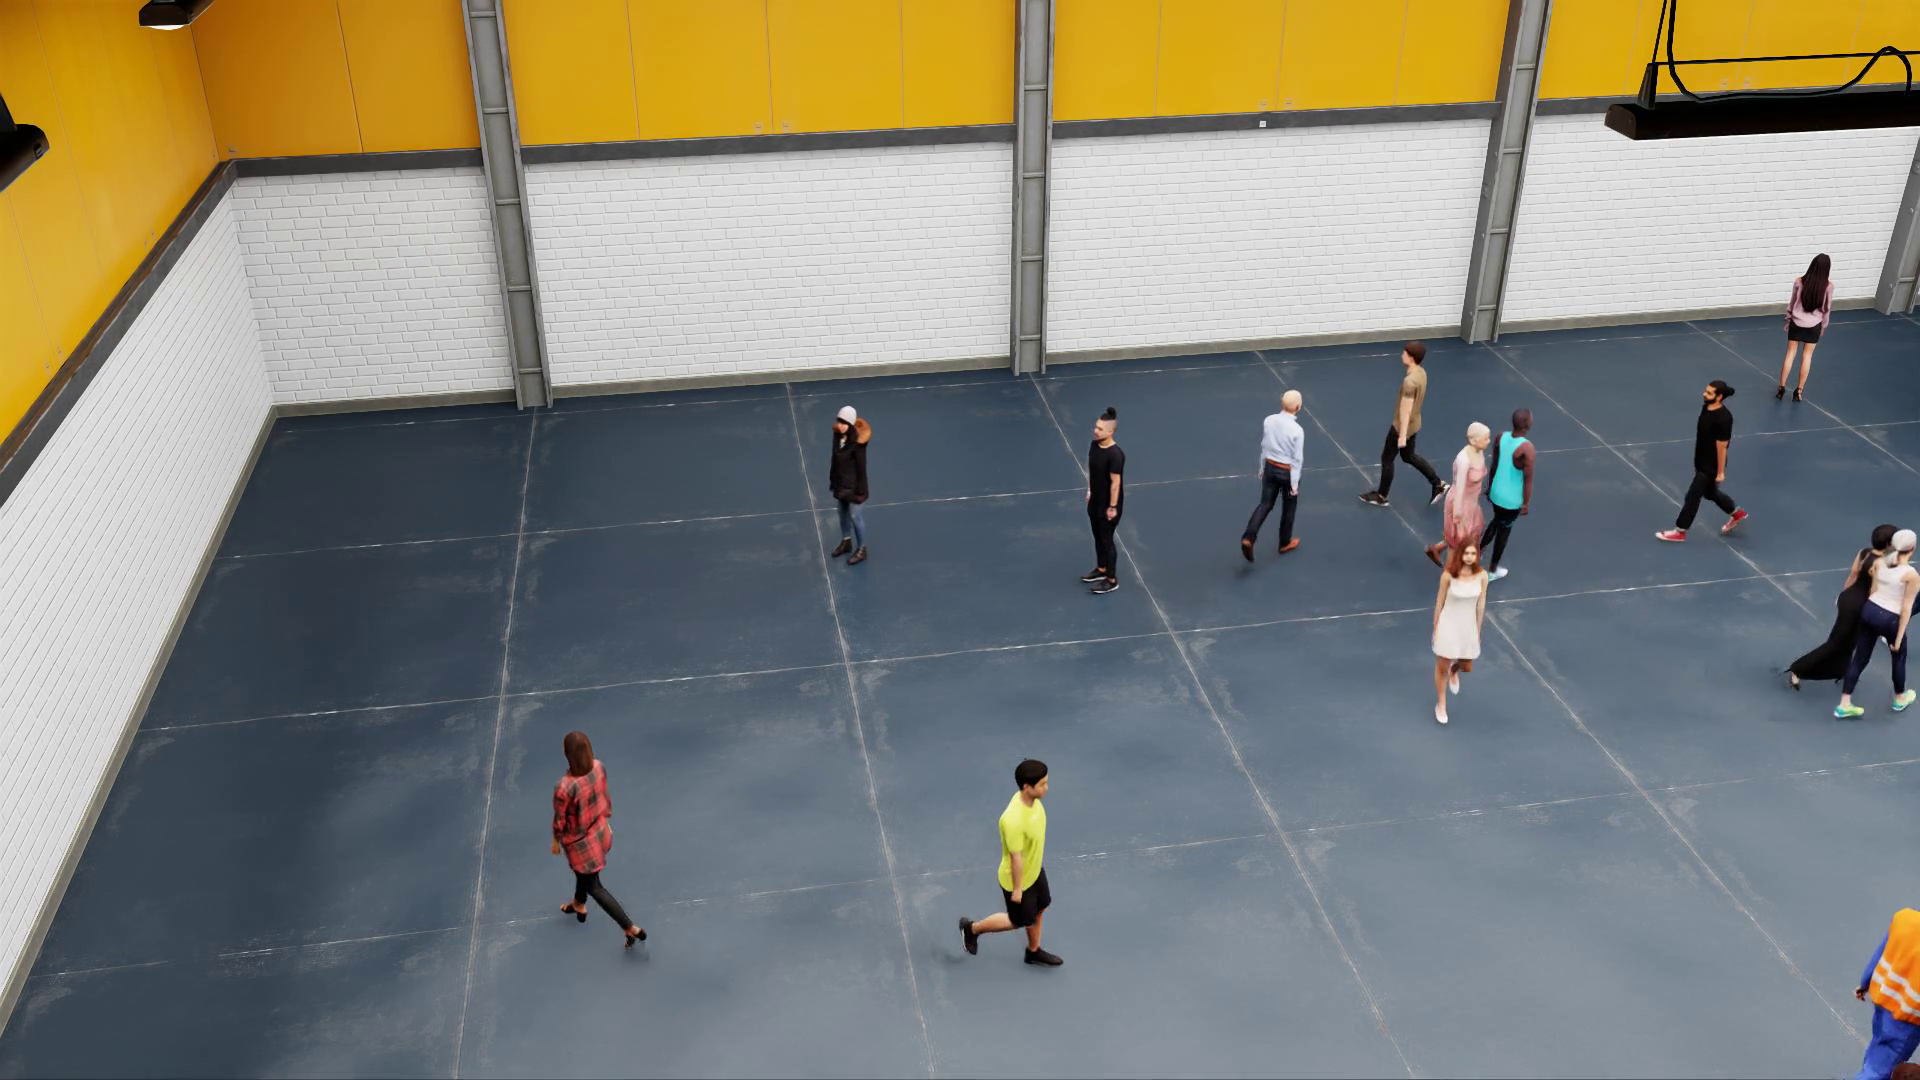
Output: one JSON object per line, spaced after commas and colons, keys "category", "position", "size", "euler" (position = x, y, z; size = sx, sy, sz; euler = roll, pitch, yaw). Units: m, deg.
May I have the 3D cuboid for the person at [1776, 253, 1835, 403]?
{"category": "person", "position": [9.927, -2.491, 19.530], "size": [0.680, 1.811, 0.752], "euler": [17, 33, 28]}

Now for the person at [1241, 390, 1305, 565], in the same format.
{"category": "person", "position": [3.050, -0.584, 16.082], "size": [1.058, 1.766, 1.202], "euler": [25, 37, 37]}

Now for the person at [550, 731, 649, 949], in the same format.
{"category": "person", "position": [-2.496, 2.067, 11.317], "size": [1.143, 1.674, 1.001], "euler": [13, 31, 23]}

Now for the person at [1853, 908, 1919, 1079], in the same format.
{"category": "person", "position": [5.499, 2.807, 9.803], "size": [0.911, 1.826, 0.769], "euler": [-4, 29, -7]}

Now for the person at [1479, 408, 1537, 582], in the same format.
{"category": "person", "position": [5.092, -0.399, 15.704], "size": [0.805, 1.802, 0.753], "euler": [-16, 32, -27]}

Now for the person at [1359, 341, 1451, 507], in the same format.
{"category": "person", "position": [4.655, -1.141, 17.036], "size": [1.226, 1.830, 1.078], "euler": [13, 31, 22]}

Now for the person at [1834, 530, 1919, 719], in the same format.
{"category": "person", "position": [7.556, 0.724, 13.784], "size": [1.062, 1.670, 0.795], "euler": [-11, 31, -20]}

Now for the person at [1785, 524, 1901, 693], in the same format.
{"category": "person", "position": [7.525, 0.592, 14.123], "size": [0.984, 1.577, 0.754], "euler": [4, 29, 8]}

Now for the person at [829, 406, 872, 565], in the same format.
{"category": "person", "position": [-1.068, -0.555, 16.170], "size": [0.740, 1.630, 0.778], "euler": [25, 37, 37]}

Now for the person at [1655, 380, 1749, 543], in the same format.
{"category": "person", "position": [7.500, -0.756, 16.447], "size": [1.207, 1.719, 0.801], "euler": [1, 29, 2]}

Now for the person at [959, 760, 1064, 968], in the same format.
{"category": "person", "position": [0.330, 2.186, 11.085], "size": [1.050, 1.687, 0.914], "euler": [10, 30, 18]}

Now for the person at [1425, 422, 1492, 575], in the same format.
{"category": "person", "position": [4.694, -0.367, 15.774], "size": [0.875, 1.679, 0.815], "euler": [18, 34, 30]}

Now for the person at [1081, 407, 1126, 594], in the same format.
{"category": "person", "position": [1.366, -0.397, 15.635], "size": [0.643, 1.865, 0.717], "euler": [-10, 30, -18]}

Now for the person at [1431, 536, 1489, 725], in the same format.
{"category": "person", "position": [4.114, 0.683, 13.823], "size": [0.814, 1.703, 0.771], "euler": [4, 29, 8]}
